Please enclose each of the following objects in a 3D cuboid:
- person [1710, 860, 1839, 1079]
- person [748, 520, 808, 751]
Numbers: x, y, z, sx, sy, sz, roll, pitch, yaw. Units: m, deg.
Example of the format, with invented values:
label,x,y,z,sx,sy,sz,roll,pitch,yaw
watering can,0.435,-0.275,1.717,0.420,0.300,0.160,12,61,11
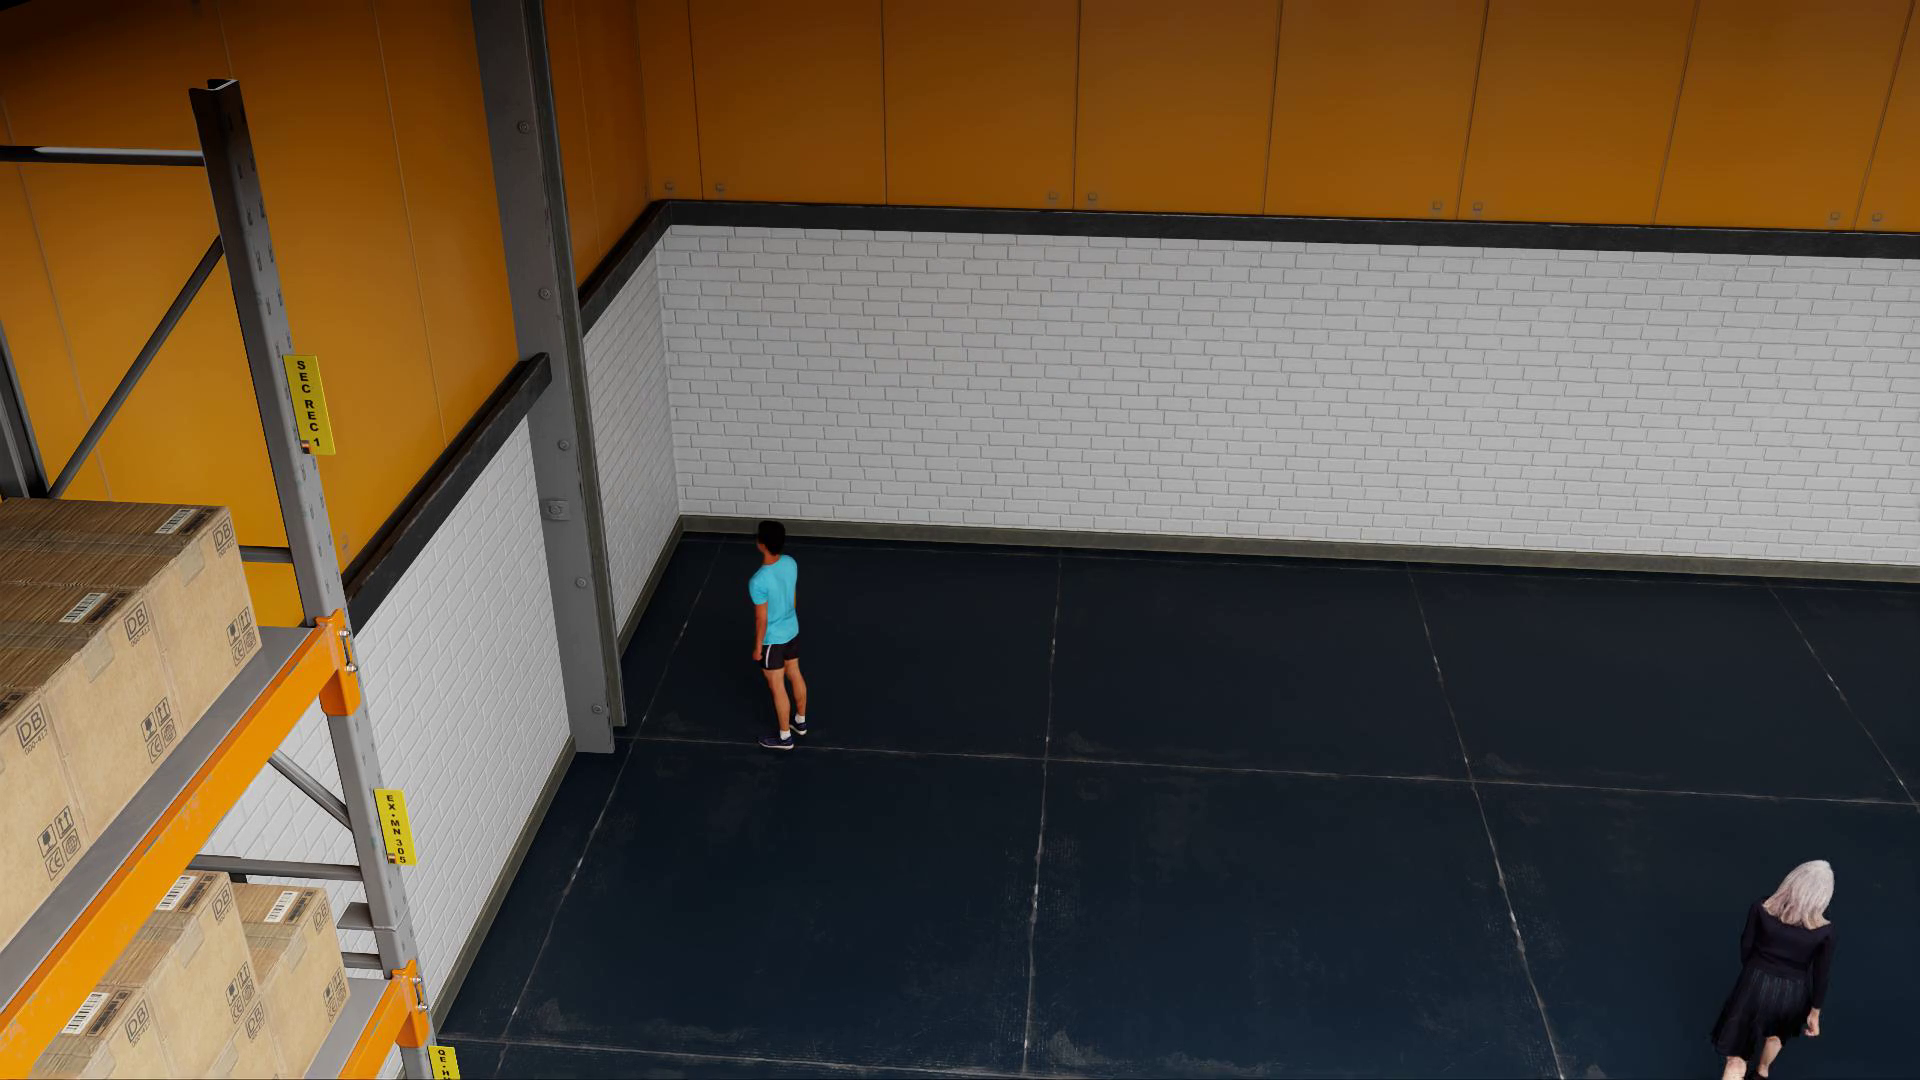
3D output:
label,x,y,z,sx,sy,sz,roll,pitch,yaw
person,4.143,2.442,8.572,0.879,1.677,1.132,10,30,18
person,-1.277,0.666,11.727,0.745,1.775,0.610,16,32,27
